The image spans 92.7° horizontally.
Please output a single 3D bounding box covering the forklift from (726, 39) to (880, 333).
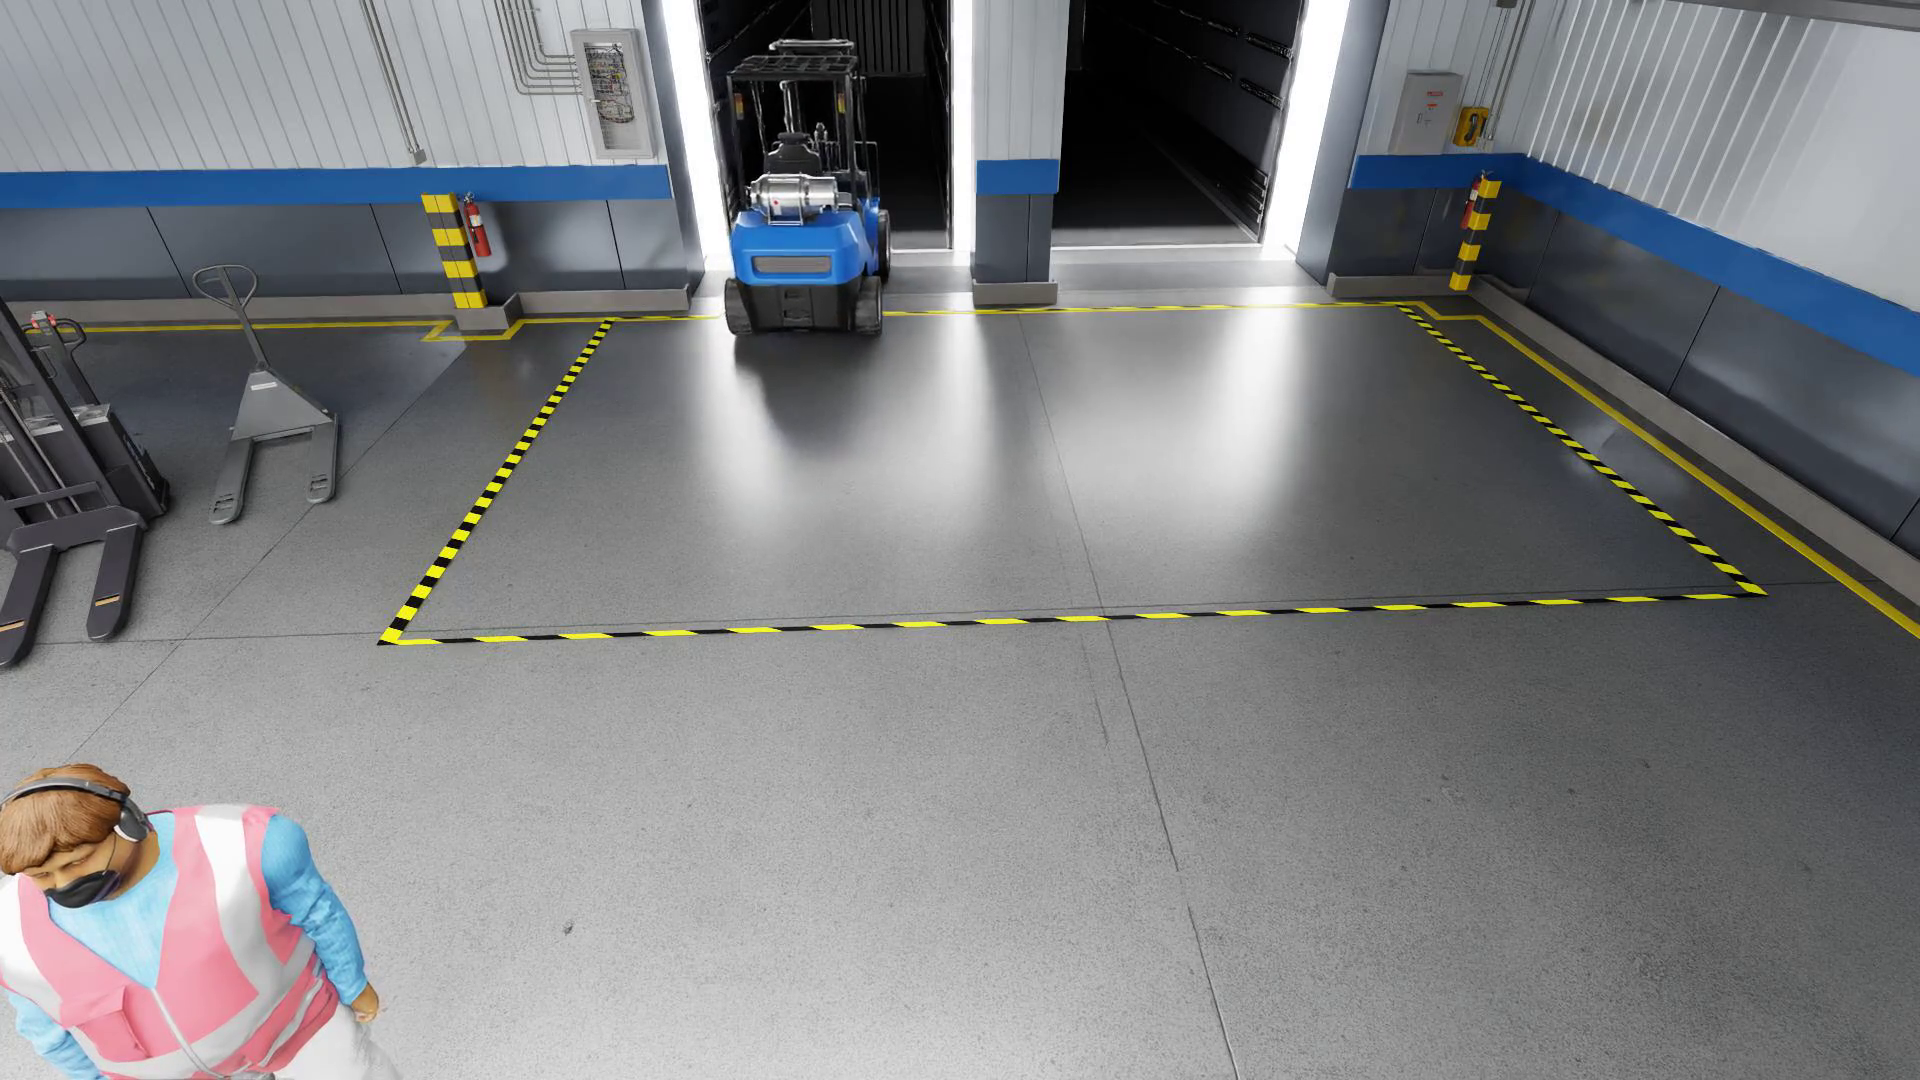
[{"bbox_3d":[-1.400,-3.346,8.469,1.157,2.036,2.680,0,35,0],"label":"forklift"}]

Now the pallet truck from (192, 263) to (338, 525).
[{"bbox_3d":[-4.778,-1.027,6.128,0.680,1.201,1.601,-17,38,-23],"label":"pallet truck"}]

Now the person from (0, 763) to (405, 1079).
[{"bbox_3d":[-1.832,1.248,2.333,0.622,1.844,0.429,-20,40,-26],"label":"person"}]

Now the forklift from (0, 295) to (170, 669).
[{"bbox_3d":[-5.212,-0.618,4.878,0.823,1.965,1.885,-20,39,-26],"label":"forklift"}]
